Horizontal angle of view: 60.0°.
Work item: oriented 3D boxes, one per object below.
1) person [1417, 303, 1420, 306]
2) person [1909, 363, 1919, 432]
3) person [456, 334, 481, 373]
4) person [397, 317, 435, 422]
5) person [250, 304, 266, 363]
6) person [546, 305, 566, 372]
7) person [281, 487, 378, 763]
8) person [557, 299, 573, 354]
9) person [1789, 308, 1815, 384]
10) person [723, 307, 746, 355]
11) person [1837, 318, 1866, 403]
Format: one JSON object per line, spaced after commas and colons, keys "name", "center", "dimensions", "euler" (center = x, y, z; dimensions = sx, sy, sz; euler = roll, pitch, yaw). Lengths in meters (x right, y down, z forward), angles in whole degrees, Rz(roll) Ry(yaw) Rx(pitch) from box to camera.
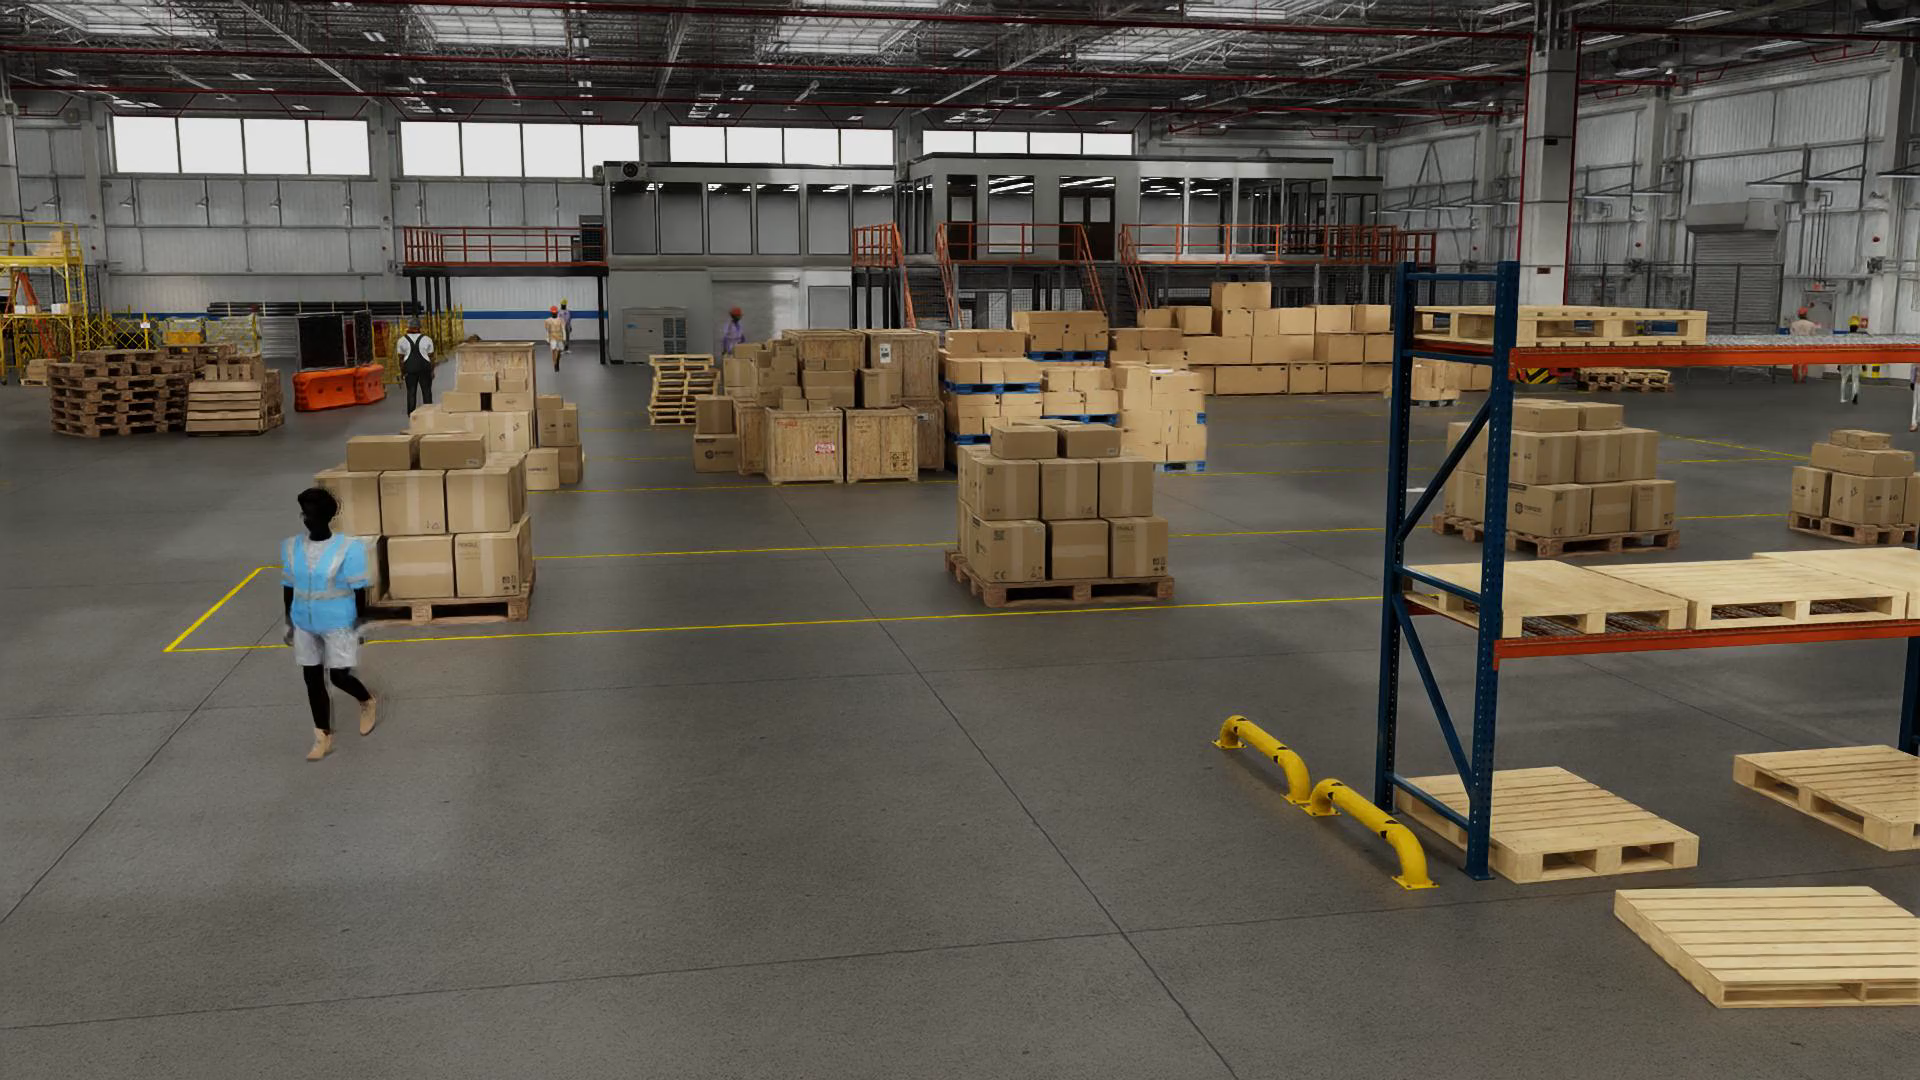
{"name": "person", "center": [17.809, -8.681, 65.397], "dimensions": [0.402, 1.940, 0.602], "euler": [9, 13, 44]}
{"name": "person", "center": [17.681, -2.877, 30.324], "dimensions": [0.624, 1.844, 0.430], "euler": [5, 11, 29]}
{"name": "person", "center": [-8.086, -2.485, 27.796], "dimensions": [0.653, 1.882, 1.007], "euler": [2, 10, 12]}
{"name": "person", "center": [-10.558, -3.312, 32.366], "dimensions": [0.674, 2.000, 0.535], "euler": [-2, 10, -12]}
{"name": "person", "center": [-21.859, -6.409, 51.758], "dimensions": [0.416, 1.867, 0.620], "euler": [-8, 12, -41]}
{"name": "person", "center": [-11.708, -5.836, 48.136], "dimensions": [0.542, 1.920, 0.782], "euler": [-4, 10, -22]}
{"name": "person", "center": [-3.877, 0.499, 10.227], "dimensions": [0.540, 1.683, 0.493], "euler": [2, 9, 9]}
{"name": "person", "center": [-13.757, -7.400, 57.726], "dimensions": [0.575, 1.898, 0.792], "euler": [7, 12, 37]}
{"name": "person", "center": [21.633, -4.983, 42.781], "dimensions": [0.620, 1.969, 0.469], "euler": [4, 10, 22]}
{"name": "person", "center": [-5.532, -4.780, 41.423], "dimensions": [0.970, 1.997, 0.632], "euler": [6, 11, 31]}
{"name": "person", "center": [19.650, -3.940, 36.628], "dimensions": [0.592, 1.903, 0.779], "euler": [3, 10, 16]}
